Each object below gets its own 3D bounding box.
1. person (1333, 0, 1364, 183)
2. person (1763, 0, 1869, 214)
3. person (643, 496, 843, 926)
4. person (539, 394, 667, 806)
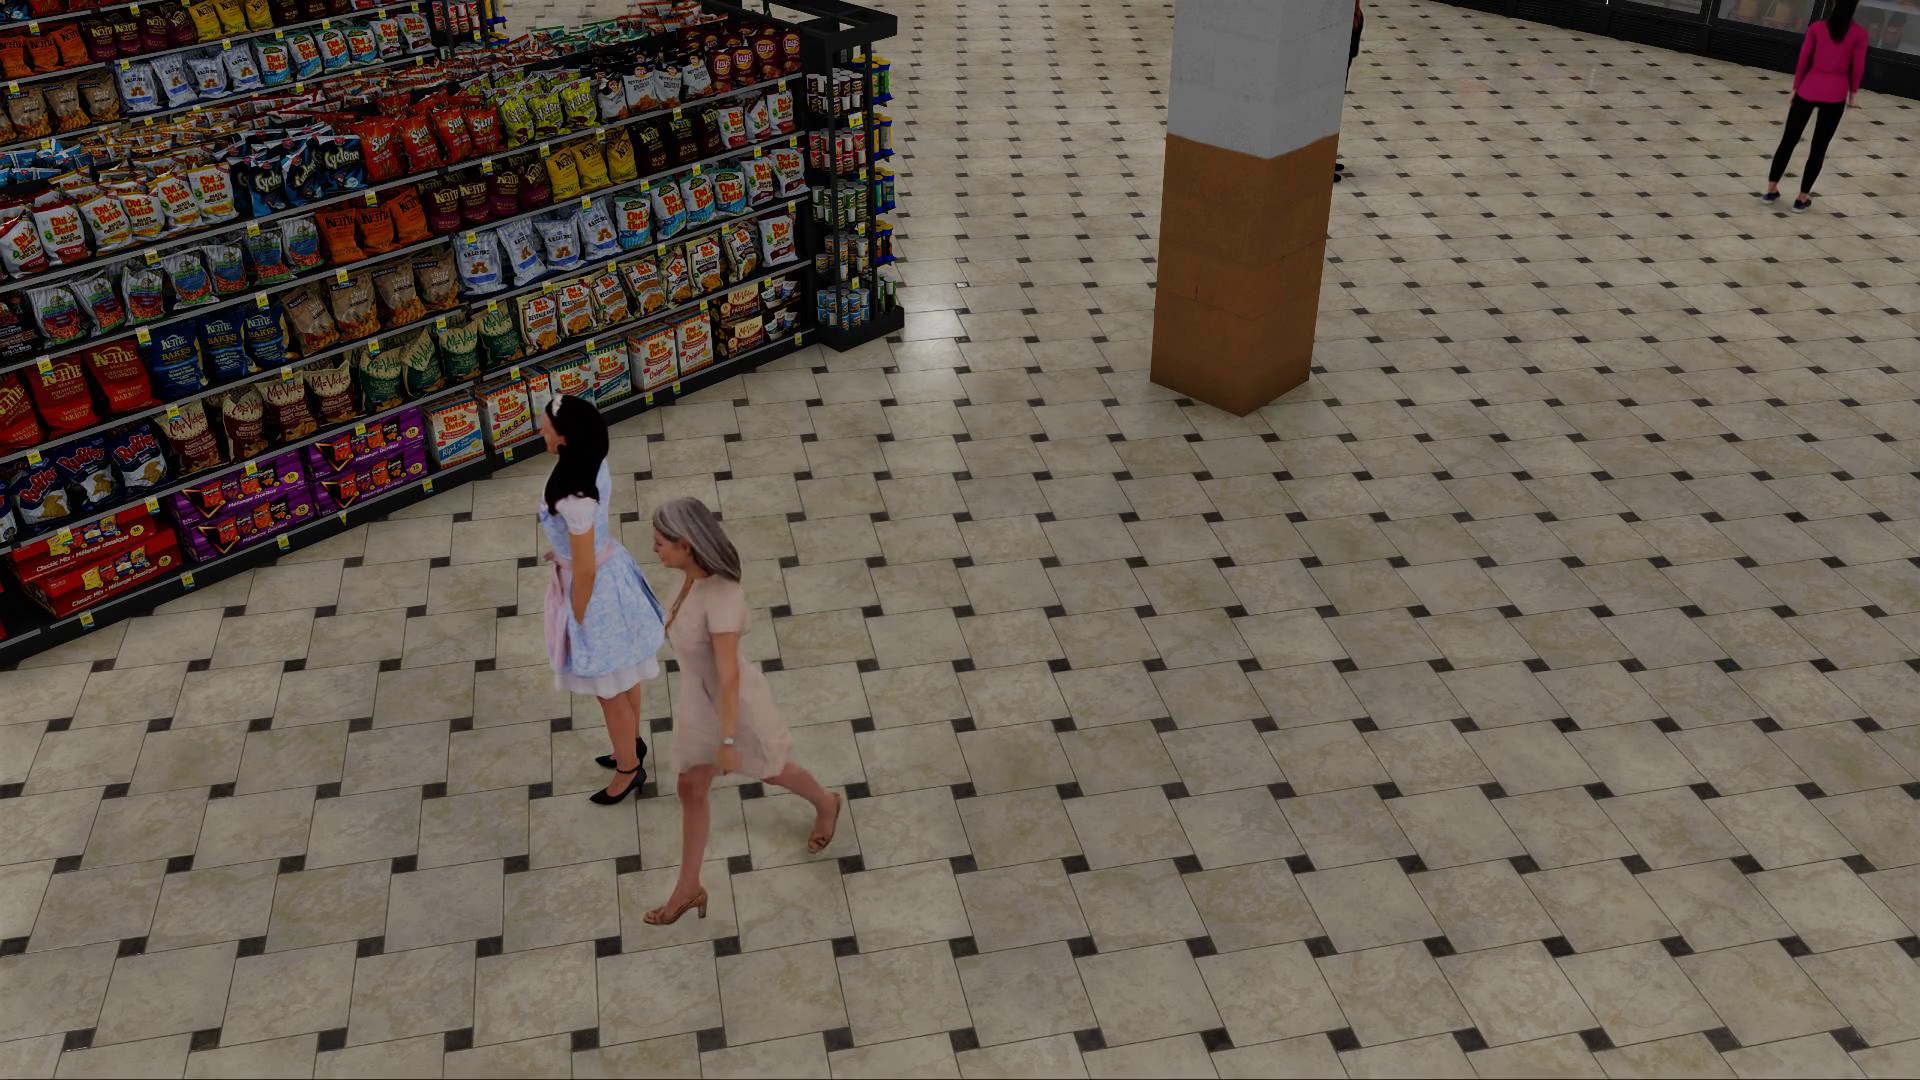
[{"bbox_3d":[2.903,-3.675,12.905,0.740,1.713,0.611,10,33,16],"label":"person"},{"bbox_3d":[6.323,-3.231,12.209,0.627,1.694,0.653,22,38,31],"label":"person"},{"bbox_3d":[-0.773,0.606,6.051,1.190,1.686,0.854,-20,37,-28],"label":"person"},{"bbox_3d":[-1.419,0.250,6.496,0.915,1.819,0.858,-1,32,-2],"label":"person"}]
